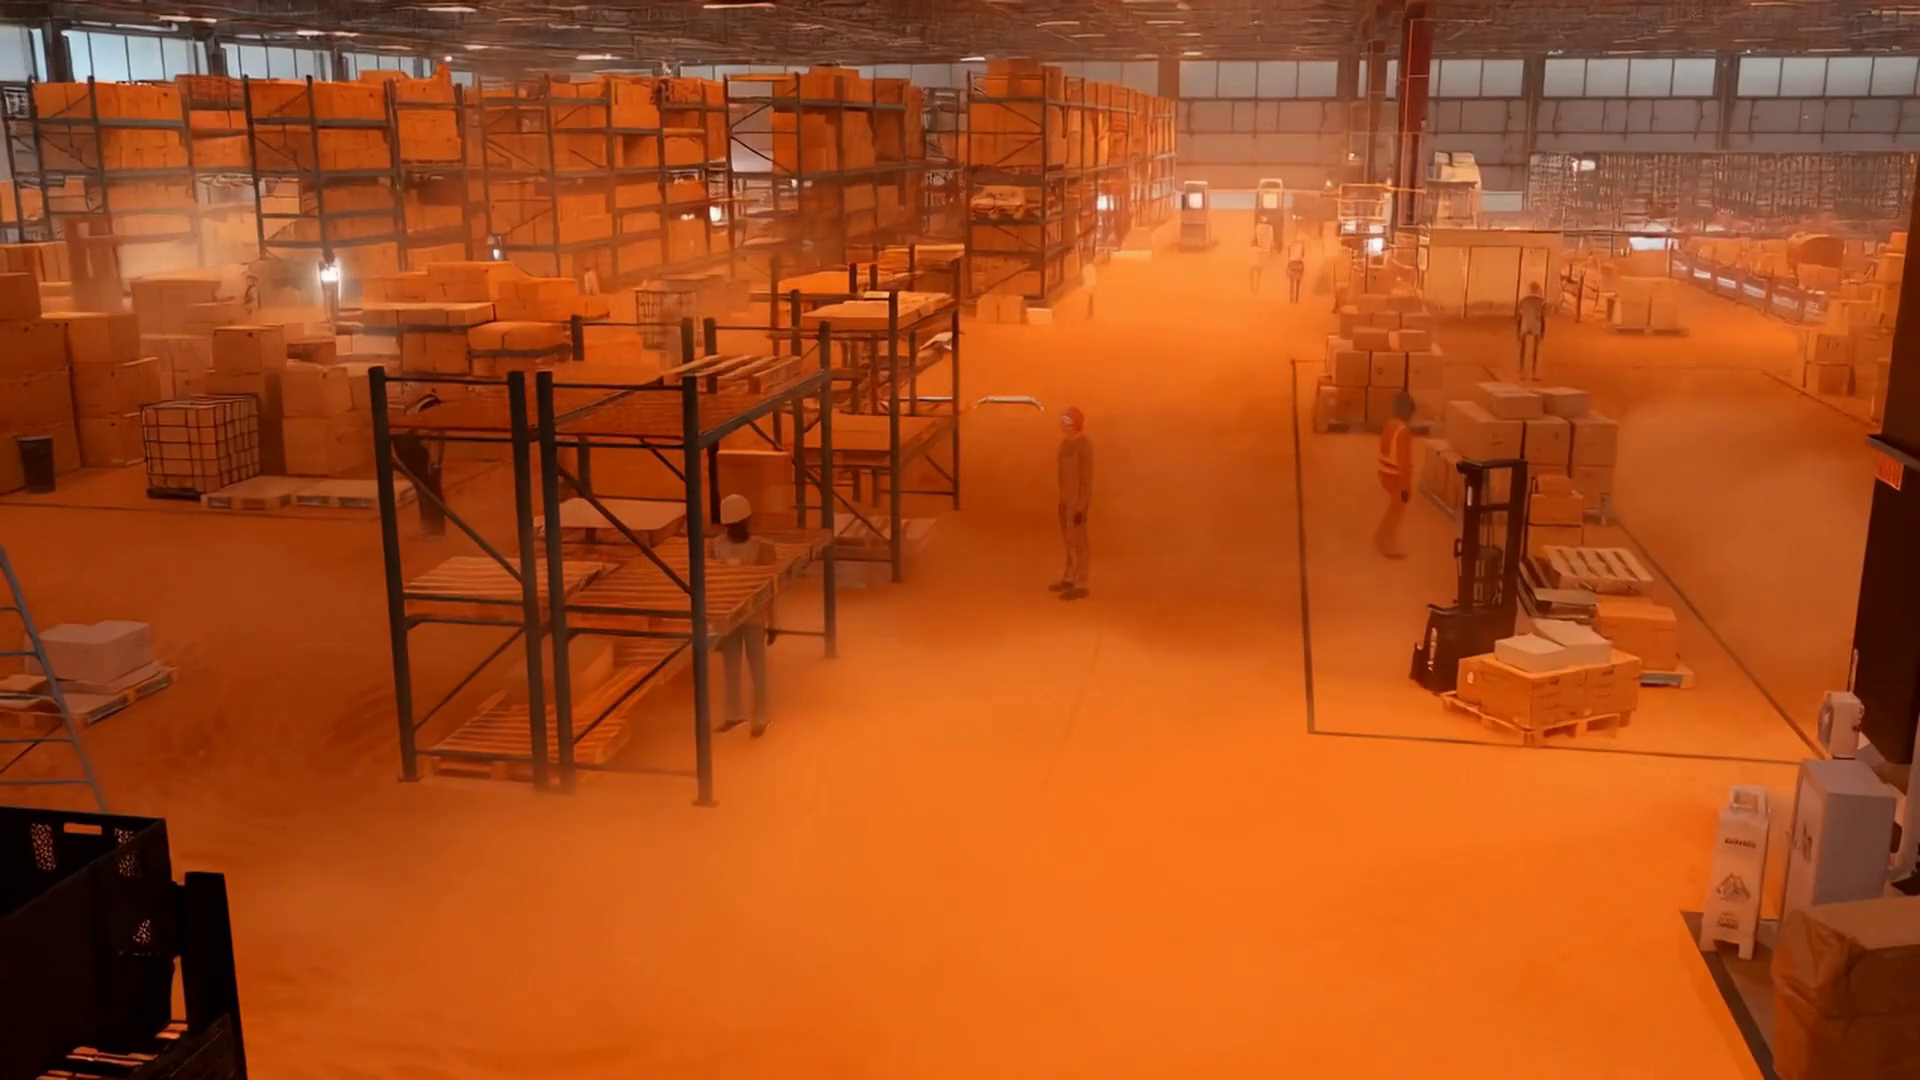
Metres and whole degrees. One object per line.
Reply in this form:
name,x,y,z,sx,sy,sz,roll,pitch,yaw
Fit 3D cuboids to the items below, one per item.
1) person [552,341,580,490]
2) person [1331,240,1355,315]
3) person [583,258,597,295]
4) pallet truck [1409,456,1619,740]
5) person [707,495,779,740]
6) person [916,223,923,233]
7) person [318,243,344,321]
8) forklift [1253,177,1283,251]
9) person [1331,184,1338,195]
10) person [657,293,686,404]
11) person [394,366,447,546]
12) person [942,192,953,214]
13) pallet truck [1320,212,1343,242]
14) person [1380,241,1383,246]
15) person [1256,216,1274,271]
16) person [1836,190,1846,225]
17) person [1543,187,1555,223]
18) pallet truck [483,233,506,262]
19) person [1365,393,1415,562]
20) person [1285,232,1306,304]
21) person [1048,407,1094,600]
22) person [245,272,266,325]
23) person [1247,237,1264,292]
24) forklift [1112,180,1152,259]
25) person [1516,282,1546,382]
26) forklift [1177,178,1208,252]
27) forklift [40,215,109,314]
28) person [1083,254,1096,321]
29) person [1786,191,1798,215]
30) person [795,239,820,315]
person,-5.162,-1.633,21.774,0.372,1.940,0.631,-2,14,-8
person,9.786,-6.644,42.192,0.572,1.896,0.916,-9,16,-31
person,-8.690,-5.842,39.368,0.507,1.684,0.551,-2,14,-9
pallet truck,4.504,0.400,13.395,0.823,1.965,1.885,-6,15,-23
person,-1.684,0.590,12.775,0.594,1.922,0.386,5,15,18
person,-1.563,-11.030,60.122,0.626,1.847,0.429,6,15,22
person,-15.481,-6.350,40.986,0.587,1.911,0.397,-8,16,-28
forklift,12.083,-12.747,64.956,1.129,2.768,1.873,3,14,10
person,19.534,-17.479,86.185,0.909,1.914,0.613,-1,14,-5
person,-4.898,-3.214,28.213,0.655,1.926,0.437,10,17,36
person,-6.103,-0.953,18.802,0.538,2.000,0.681,-10,17,-36
person,-0.689,-19.083,93.096,0.678,1.707,0.678,-12,19,-41
pallet truck,15.874,-13.227,70.310,0.680,1.201,1.601,10,17,35
person,16.873,-12.688,67.058,0.520,1.752,0.524,11,18,38
person,10.257,-9.996,56.004,0.596,1.807,0.735,1,14,4
person,42.327,-15.848,79.729,0.776,1.827,0.577,3,14,10
person,28.196,-15.907,79.614,0.395,1.990,0.619,-2,14,-9
pallet truck,-11.832,-7.026,43.548,1.885,1.965,0.823,8,16,28
person,4.736,-0.667,17.983,0.408,1.871,0.617,-2,14,-9
person,9.080,-7.379,45.136,0.542,1.919,0.504,3,14,10
person,1.127,-0.375,16.664,0.362,1.939,0.635,-4,14,-16
person,-15.327,-5.038,36.272,0.789,1.593,0.524,-12,18,-39
person,8.523,-7.937,48.028,0.506,1.615,0.675,2,14,7
forklift,6.082,-11.722,60.796,1.873,2.768,1.129,2,14,9
person,10.672,-3.885,31.081,0.521,1.861,0.327,6,15,24
forklift,9.054,-12.631,64.488,1.129,2.768,1.873,3,14,10
forklift,-18.717,-5.555,35.756,1.873,2.768,1.129,2,14,10
person,3.206,-6.237,41.076,0.310,1.642,0.514,1,14,3
person,40.658,-16.212,81.183,0.592,1.832,0.404,1,14,5
person,-3.756,-6.400,41.005,0.610,1.997,0.375,-4,14,-16
